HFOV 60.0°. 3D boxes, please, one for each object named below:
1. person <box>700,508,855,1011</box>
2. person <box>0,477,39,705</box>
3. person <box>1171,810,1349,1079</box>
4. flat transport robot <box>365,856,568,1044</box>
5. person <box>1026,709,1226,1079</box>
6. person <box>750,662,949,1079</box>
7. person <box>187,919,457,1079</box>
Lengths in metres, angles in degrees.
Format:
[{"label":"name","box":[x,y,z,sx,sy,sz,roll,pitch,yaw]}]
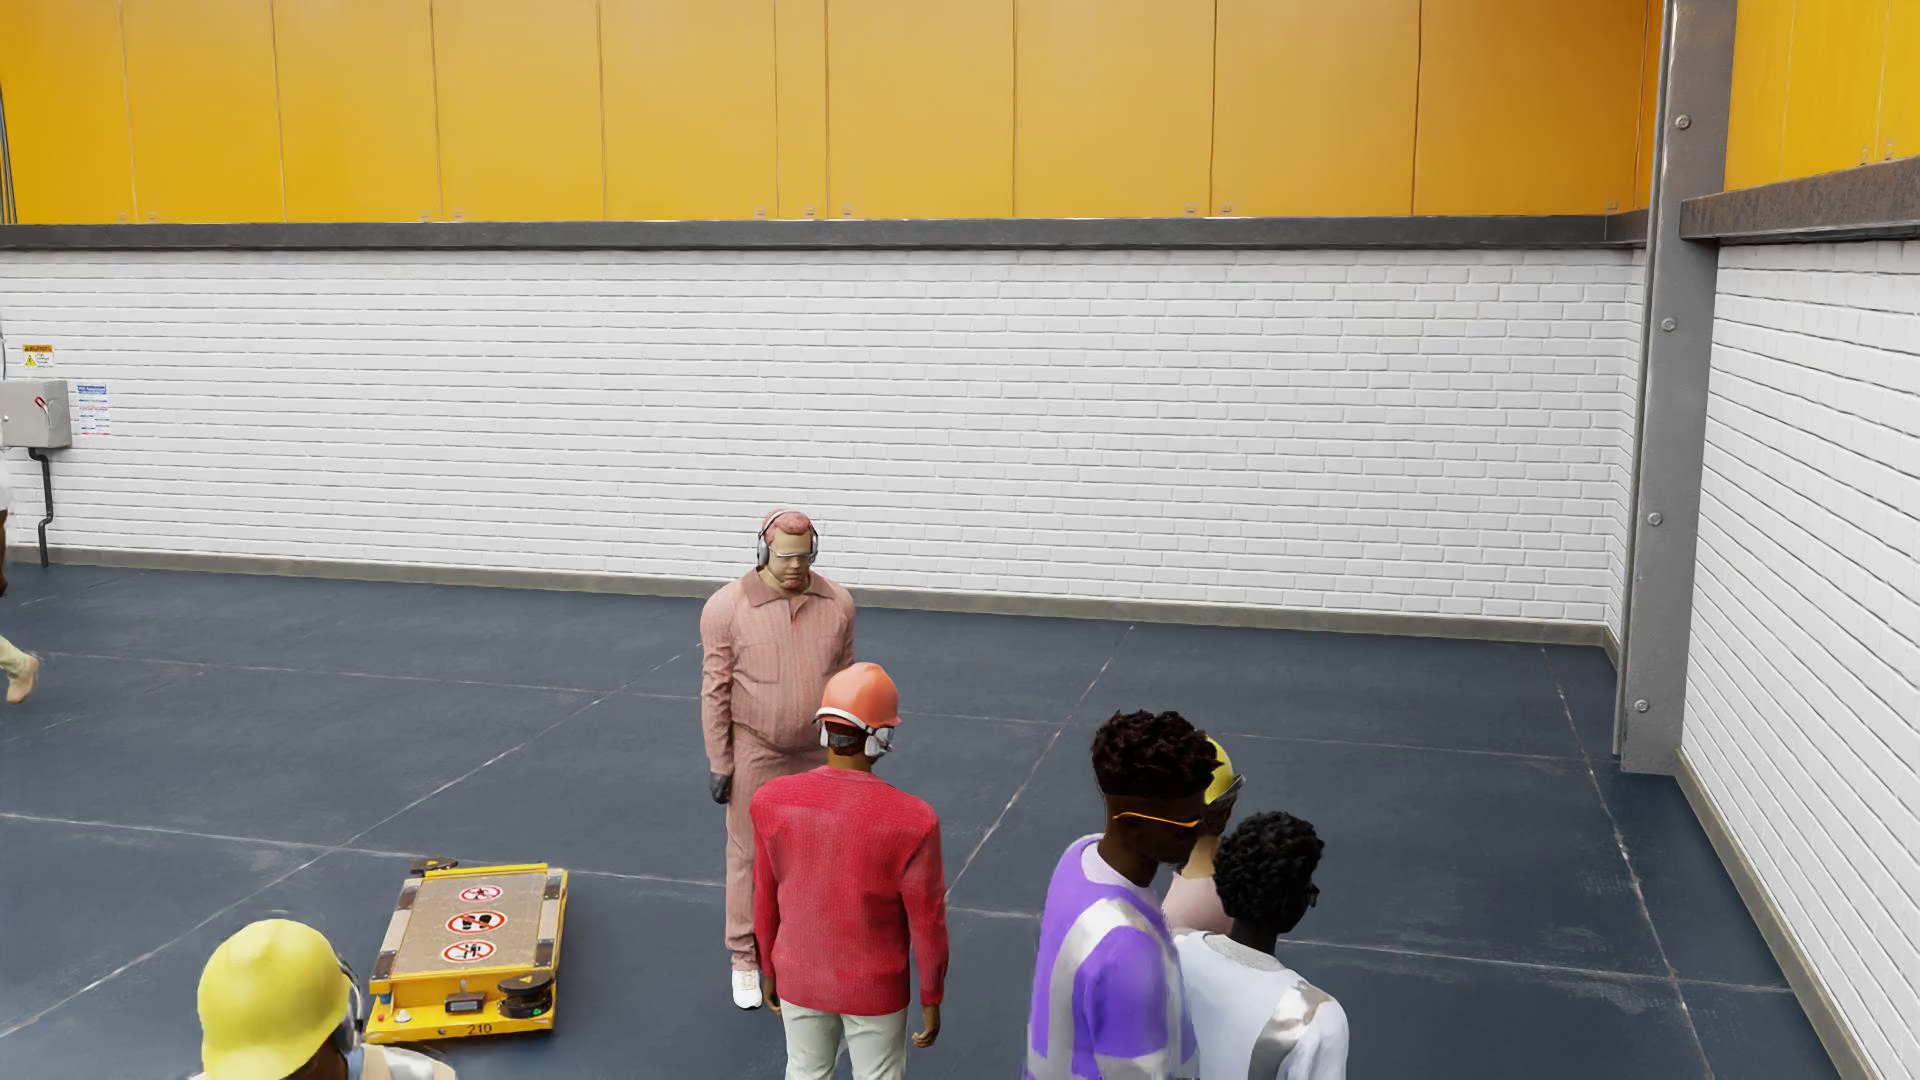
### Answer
[{"label":"person","box":[-0.662,0.821,6.356,0.636,1.903,0.406,-5,11,-27]},{"label":"person","box":[-6.075,0.126,10.029,0.692,2.000,0.698,3,10,15]},{"label":"person","box":[0.604,1.402,3.565,0.320,1.687,0.539,-8,12,-39]},{"label":"flat transport robot","box":[-1.930,1.584,6.644,0.652,0.197,1.431,-2,10,-11]},{"label":"person","box":[0.341,1.284,3.524,0.420,1.935,0.649,0,10,1]},{"label":"person","box":[-0.297,1.196,4.623,0.575,1.739,0.350,3,10,18]},{"label":"person","box":[-1.060,1.495,2.715,0.582,1.794,0.731,-3,10,-20]}]
